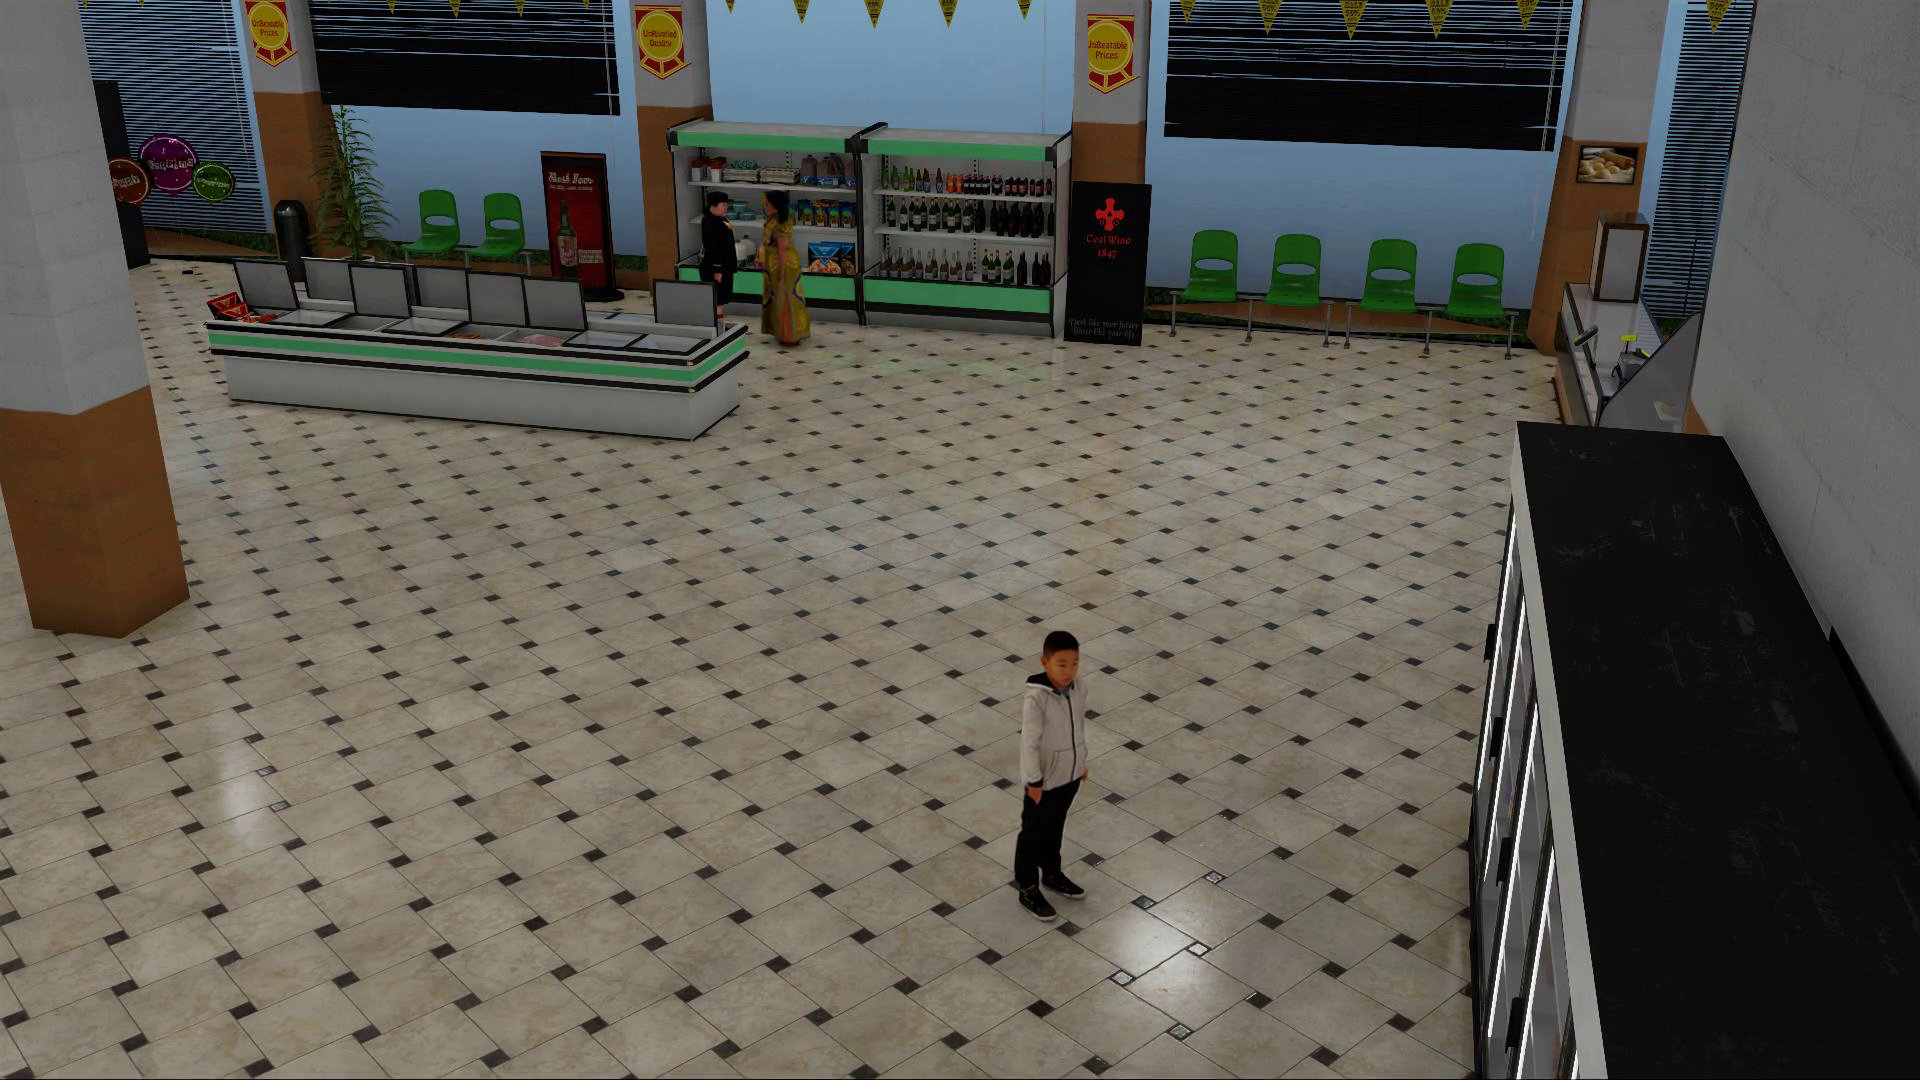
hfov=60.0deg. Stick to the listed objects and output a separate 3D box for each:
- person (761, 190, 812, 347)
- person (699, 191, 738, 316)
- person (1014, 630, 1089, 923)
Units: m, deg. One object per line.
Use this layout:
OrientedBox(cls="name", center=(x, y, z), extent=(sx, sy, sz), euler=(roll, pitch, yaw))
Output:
OrientedBox(cls="person", center=(-1.880, -2.890, 17.645), extent=(0.980, 1.645, 0.996), euler=(-6, 23, -14))
OrientedBox(cls="person", center=(-2.544, -2.812, 17.419), extent=(0.707, 1.669, 0.750), euler=(1, 22, 2))
OrientedBox(cls="person", center=(0.429, 1.099, 7.980), extent=(0.656, 1.451, 0.654), euler=(19, 28, 38))
